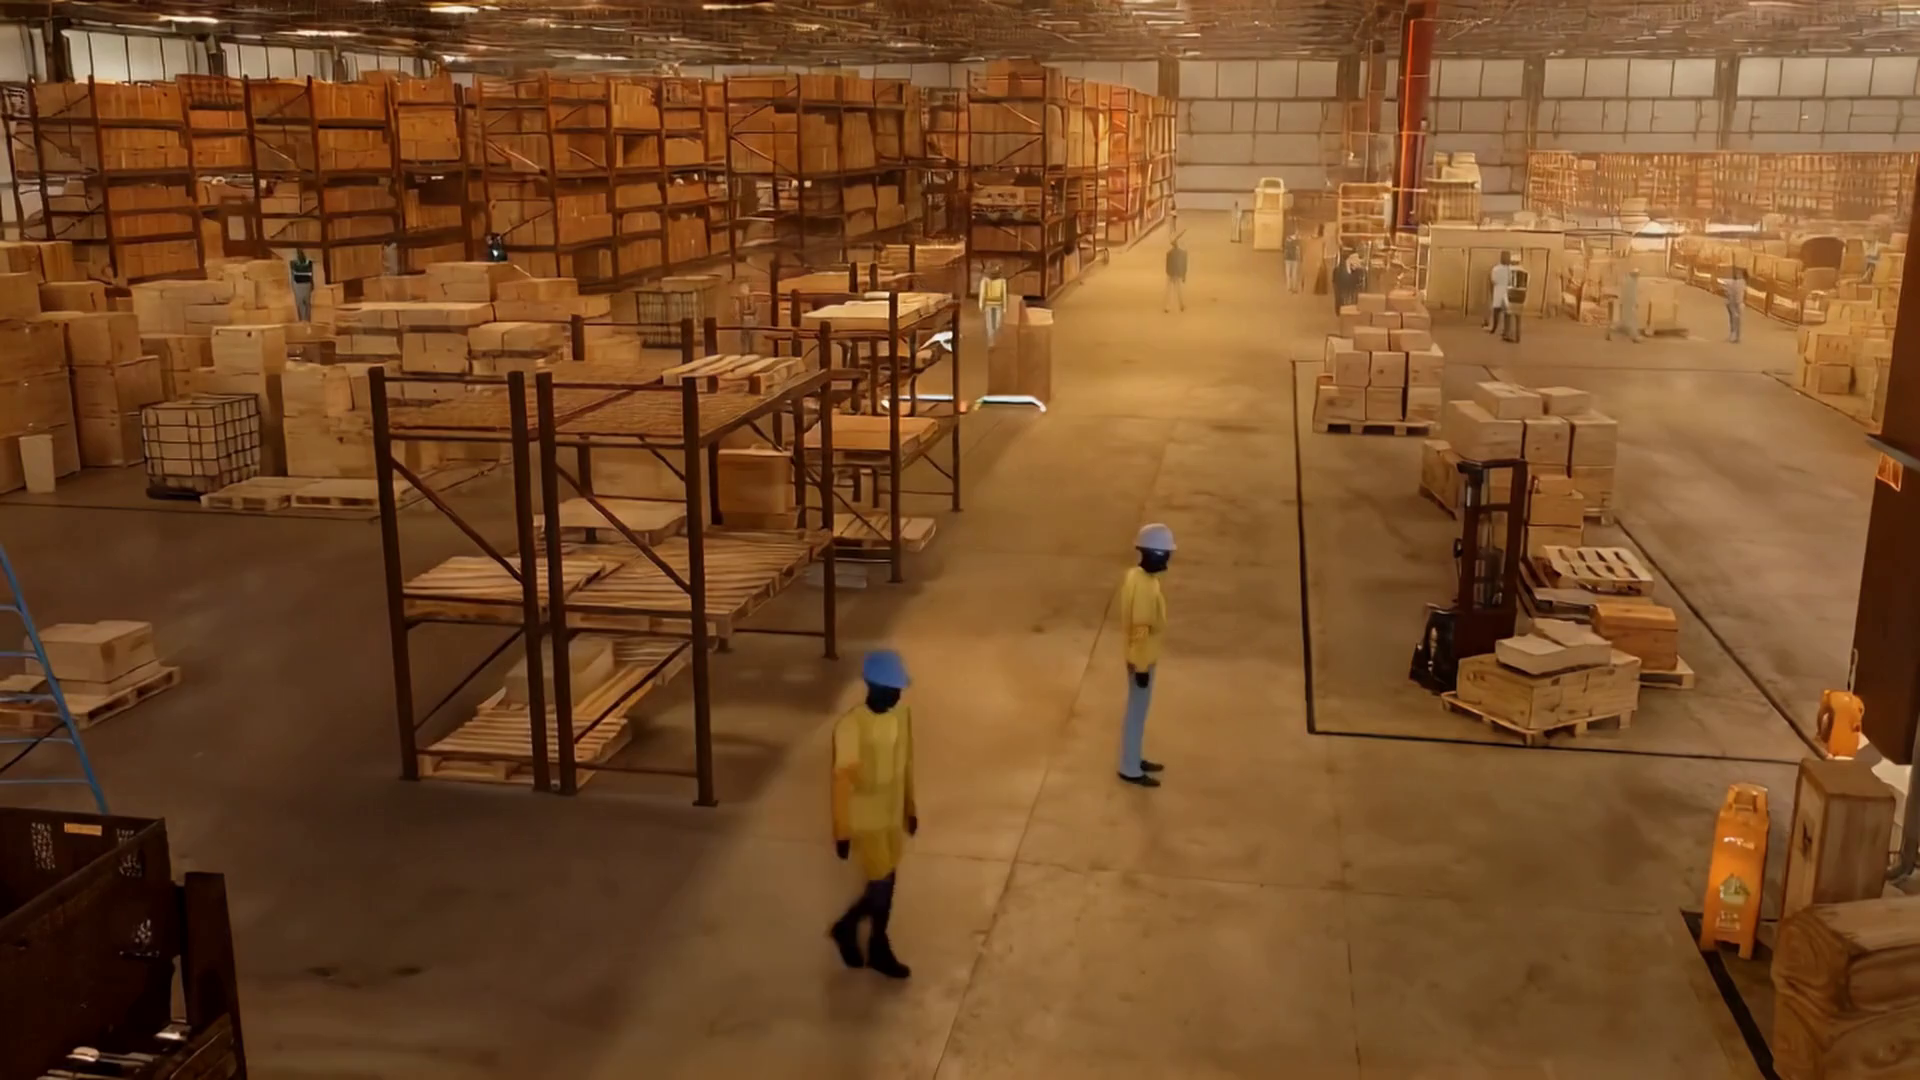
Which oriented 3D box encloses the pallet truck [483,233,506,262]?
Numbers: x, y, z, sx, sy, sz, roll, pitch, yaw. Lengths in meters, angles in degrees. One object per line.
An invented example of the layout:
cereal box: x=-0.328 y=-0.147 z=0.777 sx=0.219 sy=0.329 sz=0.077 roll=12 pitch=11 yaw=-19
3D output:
pallet truck: x=-11.832 y=-7.026 z=43.548 sx=1.885 sy=1.965 sz=0.823 roll=8 pitch=16 yaw=28

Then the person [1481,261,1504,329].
person: x=12.639 y=-5.757 z=39.173 sx=0.672 sy=1.609 sz=0.529 roll=12 pitch=18 yaw=40

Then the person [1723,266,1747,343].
person: x=17.164 y=-5.198 z=36.765 sx=0.319 sy=1.693 sz=0.533 roll=0 pitch=14 yaw=-2

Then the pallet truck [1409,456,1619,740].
pallet truck: x=4.504 y=0.400 z=13.395 sx=0.823 sy=1.965 sz=1.885 roll=-6 pitch=15 yaw=-23

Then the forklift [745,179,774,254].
forklift: x=-7.901 y=-12.272 z=63.030 sx=1.873 sy=2.768 sz=1.129 roll=2 pitch=14 yaw=9

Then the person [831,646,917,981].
person: x=-0.445 y=1.499 z=9.086 sx=0.414 sy=1.924 sz=0.575 roll=11 pitch=17 yaw=37

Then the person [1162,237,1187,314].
person: x=5.577 y=-6.824 z=42.844 sx=0.633 sy=1.947 sz=1.016 roll=10 pitch=17 yaw=34

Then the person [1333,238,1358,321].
person: x=9.533 y=-6.398 z=40.909 sx=0.536 sy=2.000 sz=0.673 roll=-11 pitch=17 yaw=-37

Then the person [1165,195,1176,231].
person: x=9.804 y=-15.257 z=77.580 sx=0.540 sy=1.696 sz=0.317 roll=0 pitch=14 yaw=1

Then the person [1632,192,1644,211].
person: x=32.482 y=-15.836 z=79.687 sx=0.603 sy=1.814 sz=0.575 roll=-1 pitch=14 yaw=-5

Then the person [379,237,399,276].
person: x=-15.536 y=-7.415 z=45.569 sx=0.864 sy=1.799 sz=0.679 roll=-13 pitch=19 yaw=-43

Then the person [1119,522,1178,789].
person: x=1.339 y=0.806 z=11.898 sx=0.386 sy=1.922 sz=0.594 roll=3 pitch=14 yaw=11

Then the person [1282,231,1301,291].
person: x=9.745 y=-8.219 z=48.961 sx=0.549 sy=1.710 sz=0.925 roll=4 pitch=14 yaw=16

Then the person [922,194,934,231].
person: x=-1.438 y=-14.813 z=75.521 sx=0.587 sy=1.823 sz=0.403 roll=-3 pitch=14 yaw=-14

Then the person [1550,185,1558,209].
person: x=31.452 y=-17.924 z=88.105 sx=0.389 sy=1.846 sz=0.565 roll=-2 pitch=14 yaw=-9

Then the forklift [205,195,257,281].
forklift: x=-20.652 y=-8.462 z=47.561 sx=1.129 sy=2.768 sz=1.873 roll=3 pitch=14 yaw=10

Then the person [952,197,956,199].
person: x=-0.101 y=-17.171 z=84.862 sx=0.605 sy=1.936 sz=1.044 roll=5 pitch=15 yaw=19

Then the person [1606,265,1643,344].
person: x=14.739 y=-5.208 z=36.697 sx=0.534 sy=1.737 sz=0.790 roll=-10 pitch=17 yaw=-35

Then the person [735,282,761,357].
person: x=-4.284 y=-4.392 z=33.627 sx=0.518 sy=1.625 sz=0.372 roll=-1 pitch=14 yaw=-5

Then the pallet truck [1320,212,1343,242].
pallet truck: x=15.874 y=-13.227 z=70.310 sx=0.680 sy=1.201 sz=1.601 roll=10 pitch=17 yaw=35

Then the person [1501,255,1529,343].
person: x=12.266 y=-5.324 z=36.762 sx=0.545 sy=1.938 sz=0.360 roll=-6 pitch=15 yaw=-23

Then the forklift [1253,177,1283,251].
forklift: x=12.083 y=-12.747 z=64.956 sx=1.129 sy=2.768 sz=1.873 roll=3 pitch=14 yaw=10

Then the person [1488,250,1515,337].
person: x=12.400 y=-5.629 z=37.938 sx=0.607 sy=1.966 sz=0.374 roll=11 pitch=18 yaw=38

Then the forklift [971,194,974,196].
forklift: x=0.771 y=-10.295 z=55.003 sx=1.129 sy=2.768 sz=1.873 roll=3 pitch=14 yaw=10

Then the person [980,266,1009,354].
person: x=0.724 y=-4.832 z=34.958 sx=0.597 sy=1.832 sz=0.972 roll=-1 pitch=14 yaw=-6

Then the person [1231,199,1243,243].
person: x=11.602 y=-13.388 z=69.740 sx=0.403 sy=1.828 sz=0.597 roll=-8 pitch=16 yaw=-28

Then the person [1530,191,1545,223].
person: x=26.221 y=-14.858 z=75.535 sx=0.626 sy=1.908 sz=0.909 roll=6 pitch=15 yaw=23

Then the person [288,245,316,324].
person: x=-15.968 y=-6.205 z=40.400 sx=0.593 sy=1.911 sz=0.386 roll=-12 pitch=18 yaw=-40
